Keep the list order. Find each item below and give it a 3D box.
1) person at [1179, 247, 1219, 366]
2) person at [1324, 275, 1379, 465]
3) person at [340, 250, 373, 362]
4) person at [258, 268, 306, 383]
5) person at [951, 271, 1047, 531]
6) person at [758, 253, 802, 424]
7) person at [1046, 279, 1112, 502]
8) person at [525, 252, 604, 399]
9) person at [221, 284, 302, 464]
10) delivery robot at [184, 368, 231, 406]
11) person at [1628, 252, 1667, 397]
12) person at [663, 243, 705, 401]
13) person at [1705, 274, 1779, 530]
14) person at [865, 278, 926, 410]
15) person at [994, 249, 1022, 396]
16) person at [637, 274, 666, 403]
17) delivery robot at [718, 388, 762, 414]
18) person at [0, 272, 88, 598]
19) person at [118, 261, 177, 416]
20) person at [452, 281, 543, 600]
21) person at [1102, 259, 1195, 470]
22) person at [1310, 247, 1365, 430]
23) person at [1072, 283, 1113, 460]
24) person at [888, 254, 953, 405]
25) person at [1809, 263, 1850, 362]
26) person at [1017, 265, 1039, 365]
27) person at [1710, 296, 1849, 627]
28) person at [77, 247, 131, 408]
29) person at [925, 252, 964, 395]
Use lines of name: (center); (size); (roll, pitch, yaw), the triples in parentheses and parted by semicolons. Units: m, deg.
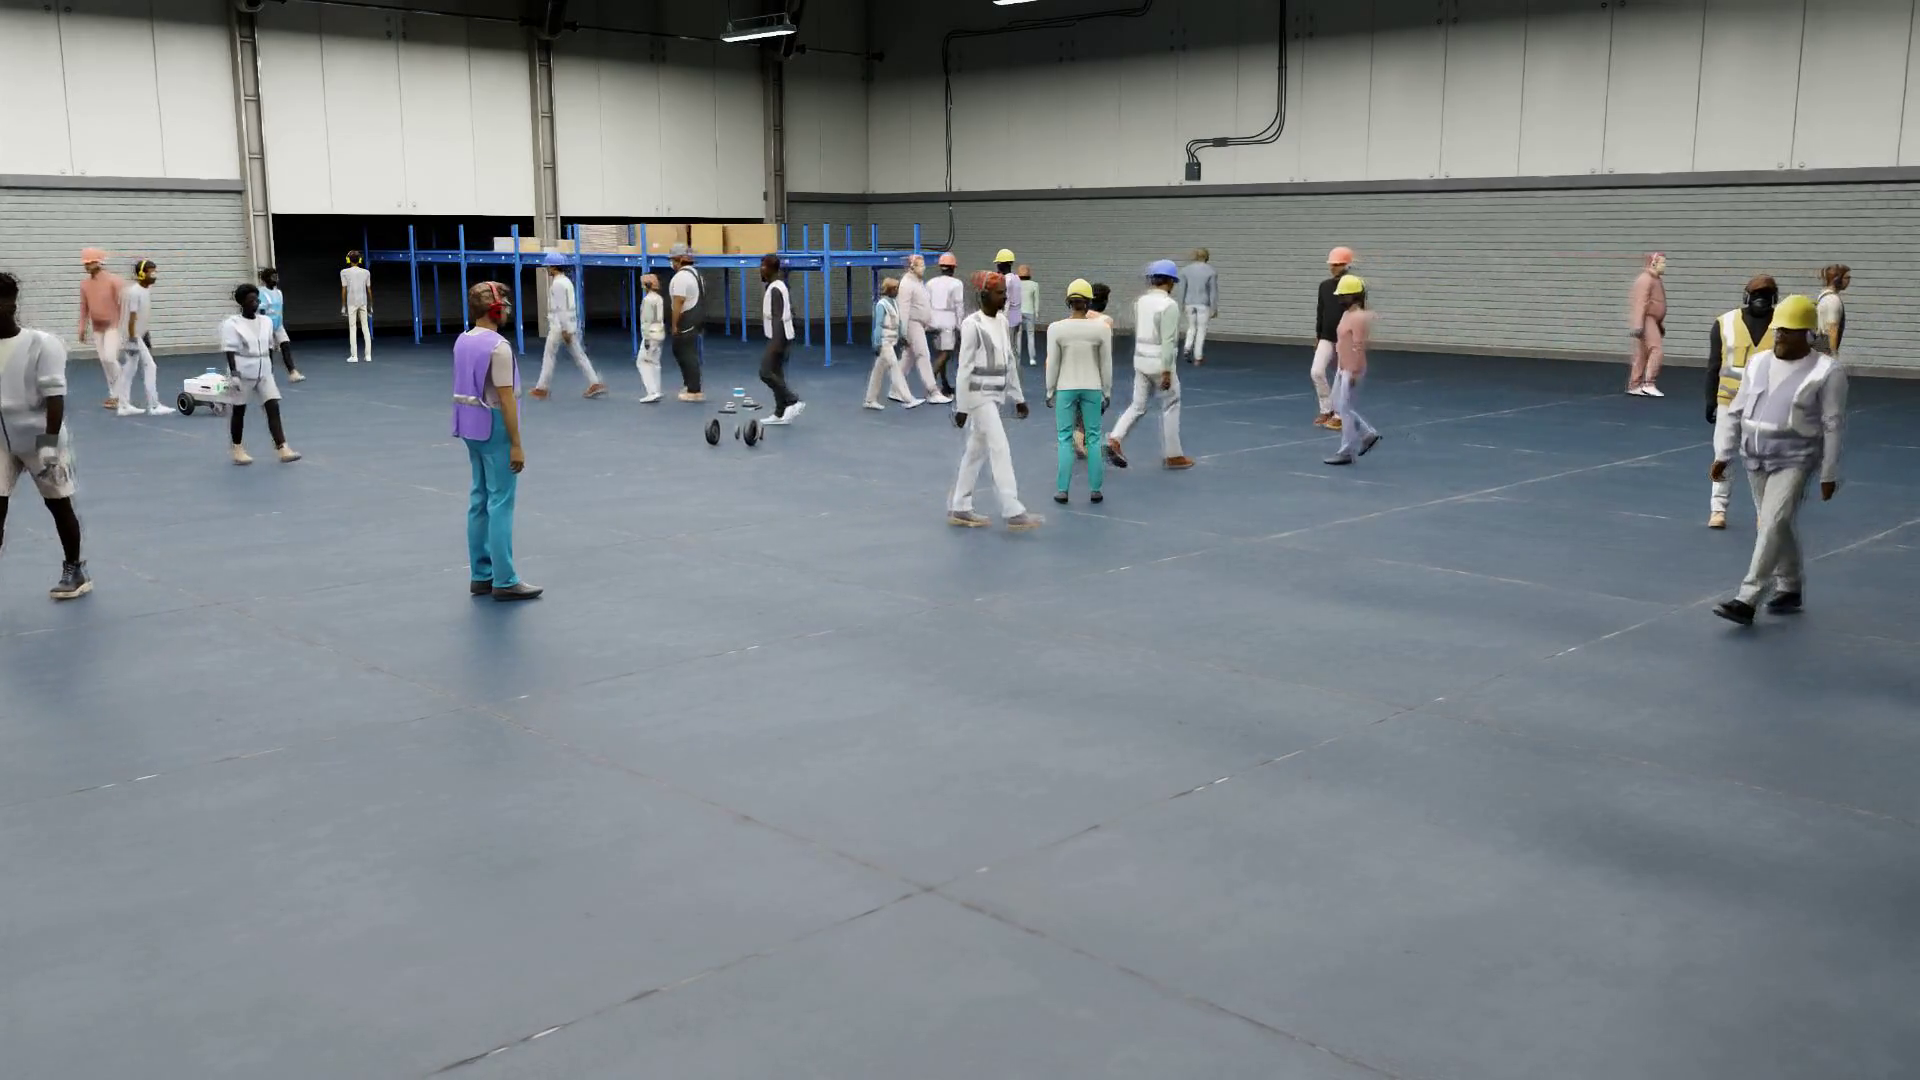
person: (3.912, -3.816, 27.158); (0.644, 1.920, 0.435); (7, 13, 35)
person: (3.638, -1.571, 15.377); (0.442, 1.749, 0.530); (0, 10, -2)
person: (-10.142, -3.930, 27.959); (0.516, 1.865, 0.313); (-8, 13, -36)
person: (-9.942, -3.093, 23.960); (0.891, 1.652, 0.535); (4, 11, 21)
person: (0.305, -0.991, 11.960); (0.910, 1.846, 0.582); (4, 11, 23)
person: (-2.067, -2.244, 18.624); (0.445, 1.903, 0.620); (-1, 10, -7)
person: (0.943, -1.185, 13.242); (0.535, 1.766, 0.310); (0, 10, -2)
person: (-5.135, -2.783, 21.616); (1.011, 1.904, 0.600); (1, 10, 4)
person: (-6.472, -1.512, 15.298); (0.817, 1.655, 0.550); (7, 12, 33)
delivery robot: (-8.888, -1.803, 19.775); (0.707, 0.478, 0.477); (6, 12, 32)
person: (9.131, -2.818, 21.833); (0.665, 1.884, 0.660); (7, 12, 33)
person: (-3.549, -2.792, 21.370); (0.562, 2.000, 0.805); (2, 11, 9)
person: (5.708, -0.989, 11.995); (0.630, 1.836, 0.429); (5, 11, 25)
person: (-0.794, -2.362, 20.145); (0.844, 1.592, 0.504); (2, 11, 11)
person: (0.619, -2.874, 22.006); (0.384, 1.928, 0.589); (4, 11, 20)
person: (-3.907, -2.538, 20.993); (0.385, 1.628, 0.523); (2, 11, 12)
delivery robot: (-2.274, -1.446, 17.120); (0.335, 0.223, 0.698); (3, 11, 14)
person: (-5.337, -0.546, 9.374); (0.614, 1.902, 1.031); (0, 10, 2)
person: (-9.672, -2.368, 19.599); (0.679, 1.813, 0.510); (-3, 11, -16)
person: (-2.746, -0.580, 9.724); (0.379, 1.842, 0.570); (-10, 14, -43)
person: (1.694, -1.577, 15.029); (0.866, 1.911, 0.630); (-6, 12, -30)
person: (4.085, -2.189, 18.117); (0.518, 1.980, 0.644); (-9, 14, -42)
person: (1.155, -1.574, 15.621); (0.558, 1.670, 0.599); (9, 14, 41)
person: (-0.525, -2.646, 20.932); (0.875, 1.869, 0.644); (2, 11, 9)
person: (8.861, -1.915, 17.064); (0.458, 1.832, 0.503); (3, 11, 15)
person: (1.049, -3.686, 27.253); (0.503, 1.632, 0.277); (0, 10, 3)
person: (4.469, -0.440, 9.141); (0.900, 1.788, 0.600); (-5, 11, -25)
person: (-10.447, -2.587, 20.337); (0.698, 1.966, 0.549); (3, 11, 15)
person: (-0.276, -2.839, 21.949); (0.559, 1.900, 0.881); (6, 12, 30)
